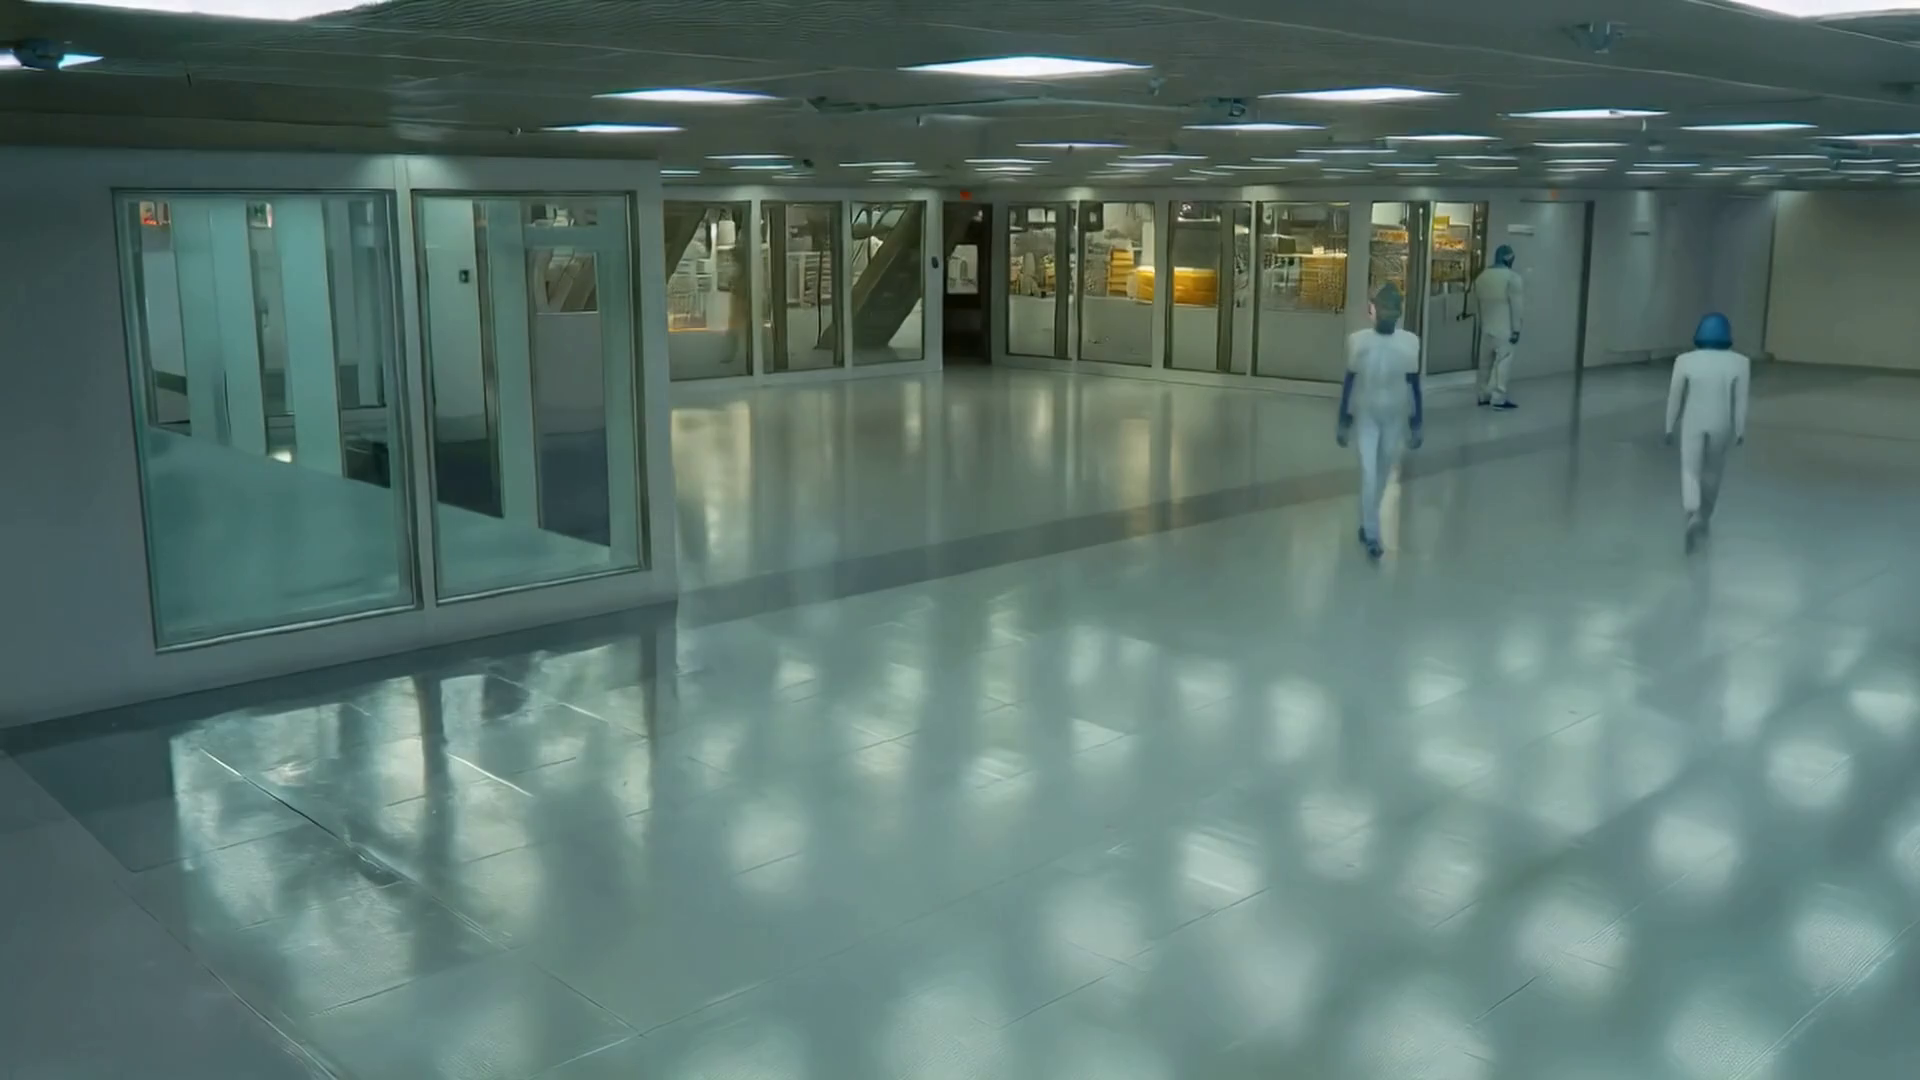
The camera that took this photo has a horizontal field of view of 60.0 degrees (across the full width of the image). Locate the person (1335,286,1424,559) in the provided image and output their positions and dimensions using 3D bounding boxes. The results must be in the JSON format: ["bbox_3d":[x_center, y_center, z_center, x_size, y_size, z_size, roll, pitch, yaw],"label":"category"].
[{"bbox_3d":[2.848,-0.797,11.217,0.540,1.804,0.990,0,11,-1],"label":"person"}]

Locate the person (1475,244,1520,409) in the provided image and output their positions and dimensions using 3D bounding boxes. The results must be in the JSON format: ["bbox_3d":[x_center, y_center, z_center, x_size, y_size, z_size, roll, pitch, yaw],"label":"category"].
[{"bbox_3d":[6.304,-2.487,19.419,0.403,1.911,0.637,-5,12,-22],"label":"person"}]

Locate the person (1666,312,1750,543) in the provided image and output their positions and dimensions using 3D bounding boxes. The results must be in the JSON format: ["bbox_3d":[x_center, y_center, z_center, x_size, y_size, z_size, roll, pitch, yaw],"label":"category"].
[{"bbox_3d":[5.216,-0.777,11.624,0.506,1.613,0.717,3,12,17],"label":"person"}]
